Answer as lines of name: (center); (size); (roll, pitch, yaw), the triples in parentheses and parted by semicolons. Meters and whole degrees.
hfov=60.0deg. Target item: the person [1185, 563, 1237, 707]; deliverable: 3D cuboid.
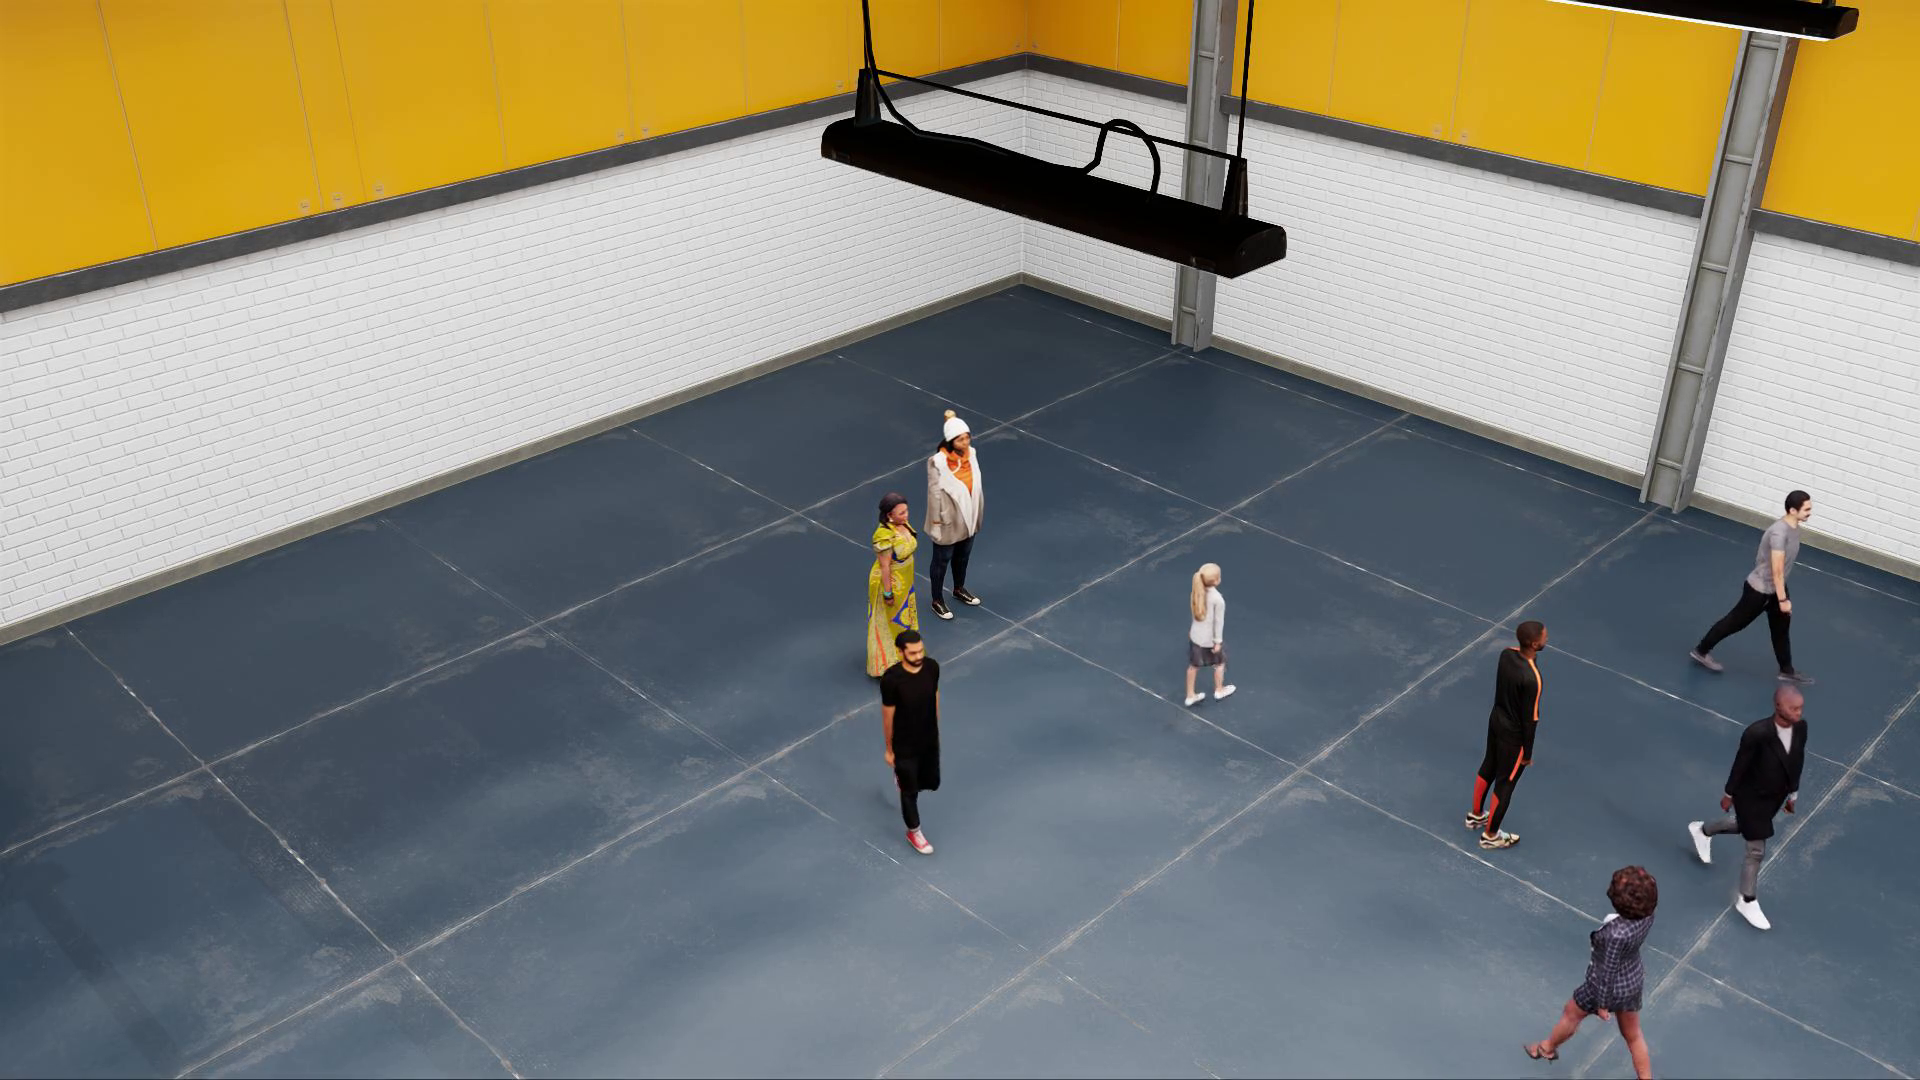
person: (1.930, 0.778, 13.290); (0.619, 1.261, 0.645); (-22, 35, -34)

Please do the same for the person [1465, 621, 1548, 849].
person: (3.853, 1.342, 11.687); (0.756, 1.806, 0.648); (-7, 29, -13)

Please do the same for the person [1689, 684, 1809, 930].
person: (5.297, 1.664, 11.181); (0.984, 1.725, 1.254); (-10, 30, -18)

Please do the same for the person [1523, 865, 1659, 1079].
person: (3.824, 2.613, 9.519); (0.745, 1.651, 1.098); (-19, 34, -31)

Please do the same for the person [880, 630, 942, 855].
person: (-0.370, 1.369, 11.701); (0.734, 1.745, 0.908); (-17, 33, -28)

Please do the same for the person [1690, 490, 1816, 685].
person: (6.486, 0.370, 13.577); (1.177, 1.703, 0.653); (23, 36, 36)

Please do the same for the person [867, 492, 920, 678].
person: (-0.548, 0.351, 13.657); (0.992, 1.659, 0.991); (7, 29, 13)

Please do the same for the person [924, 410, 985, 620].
person: (-0.063, -0.244, 14.510); (0.671, 1.887, 0.641); (-25, 37, -38)
